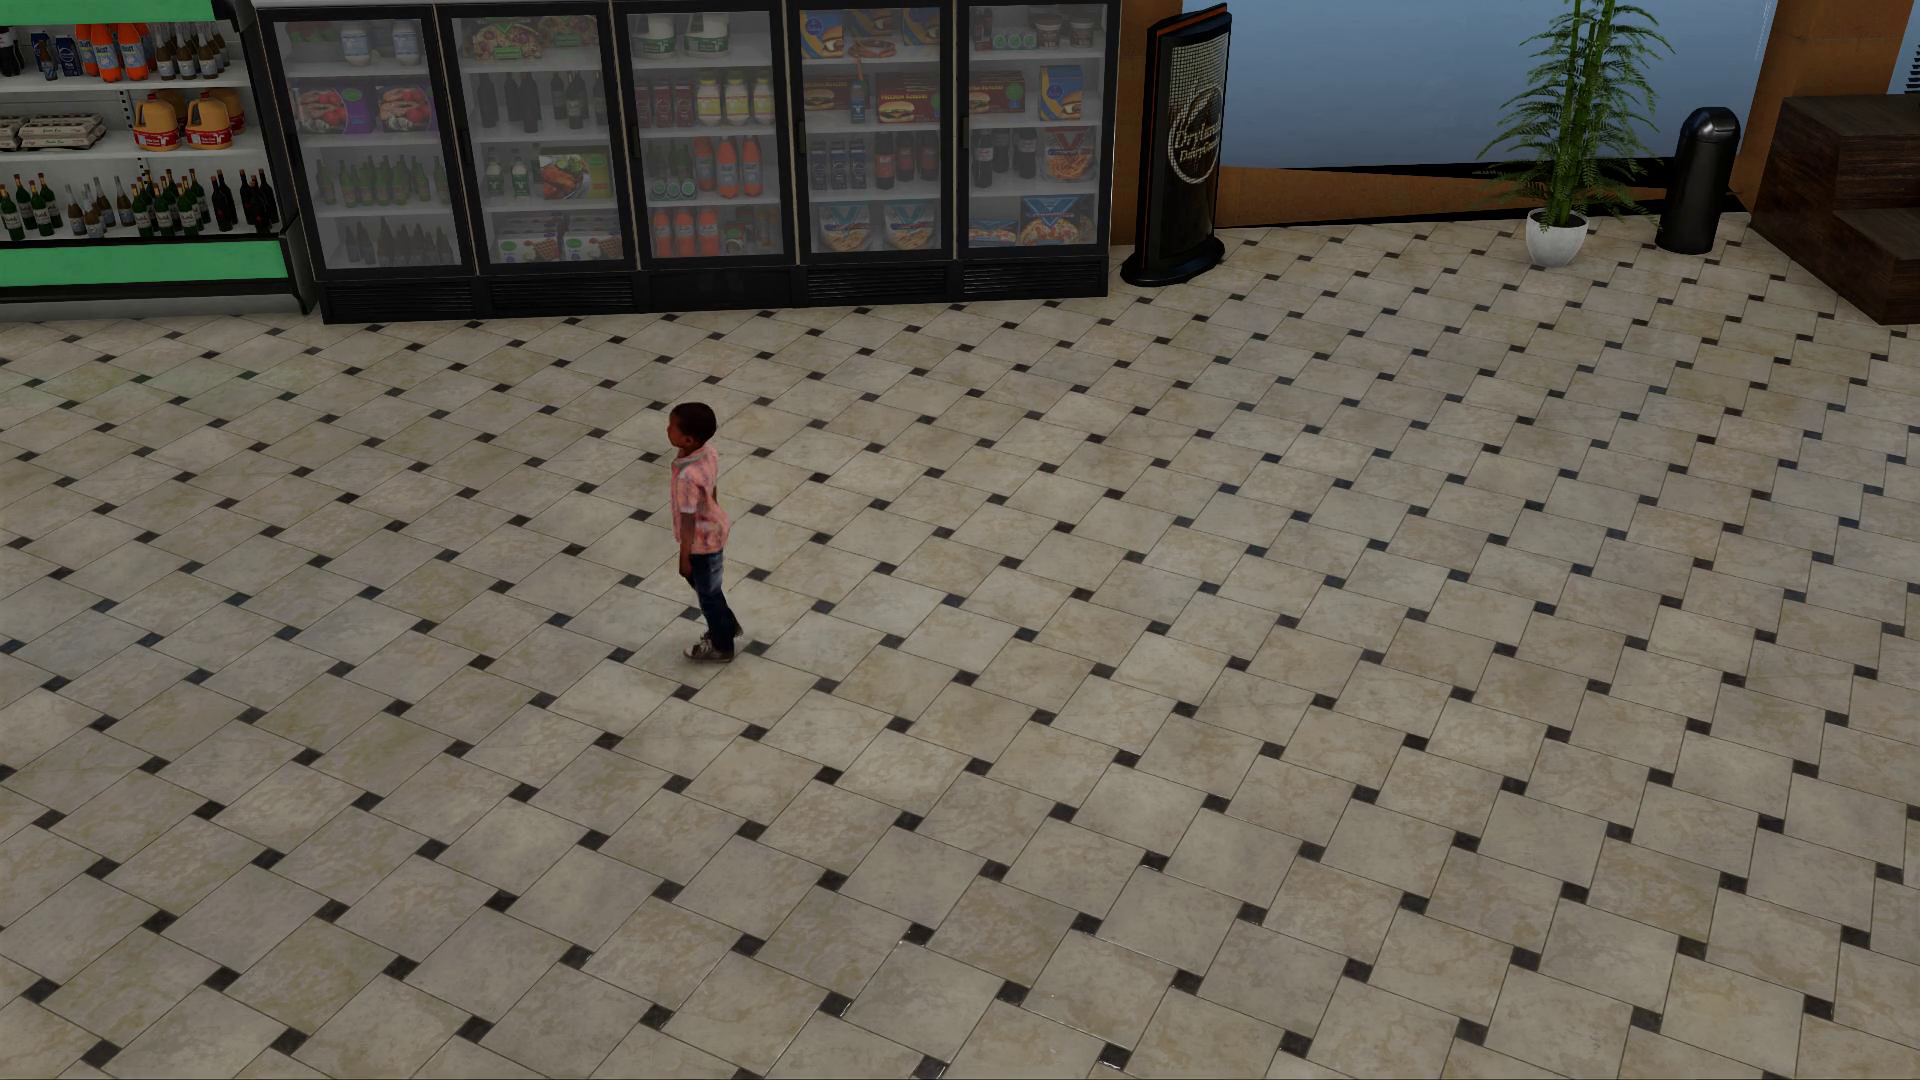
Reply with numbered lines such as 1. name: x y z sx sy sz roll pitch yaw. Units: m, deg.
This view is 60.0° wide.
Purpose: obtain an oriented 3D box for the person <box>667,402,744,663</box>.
1. person: -1.064 -0.019 7.282 0.532 1.300 0.553 3 32 5
